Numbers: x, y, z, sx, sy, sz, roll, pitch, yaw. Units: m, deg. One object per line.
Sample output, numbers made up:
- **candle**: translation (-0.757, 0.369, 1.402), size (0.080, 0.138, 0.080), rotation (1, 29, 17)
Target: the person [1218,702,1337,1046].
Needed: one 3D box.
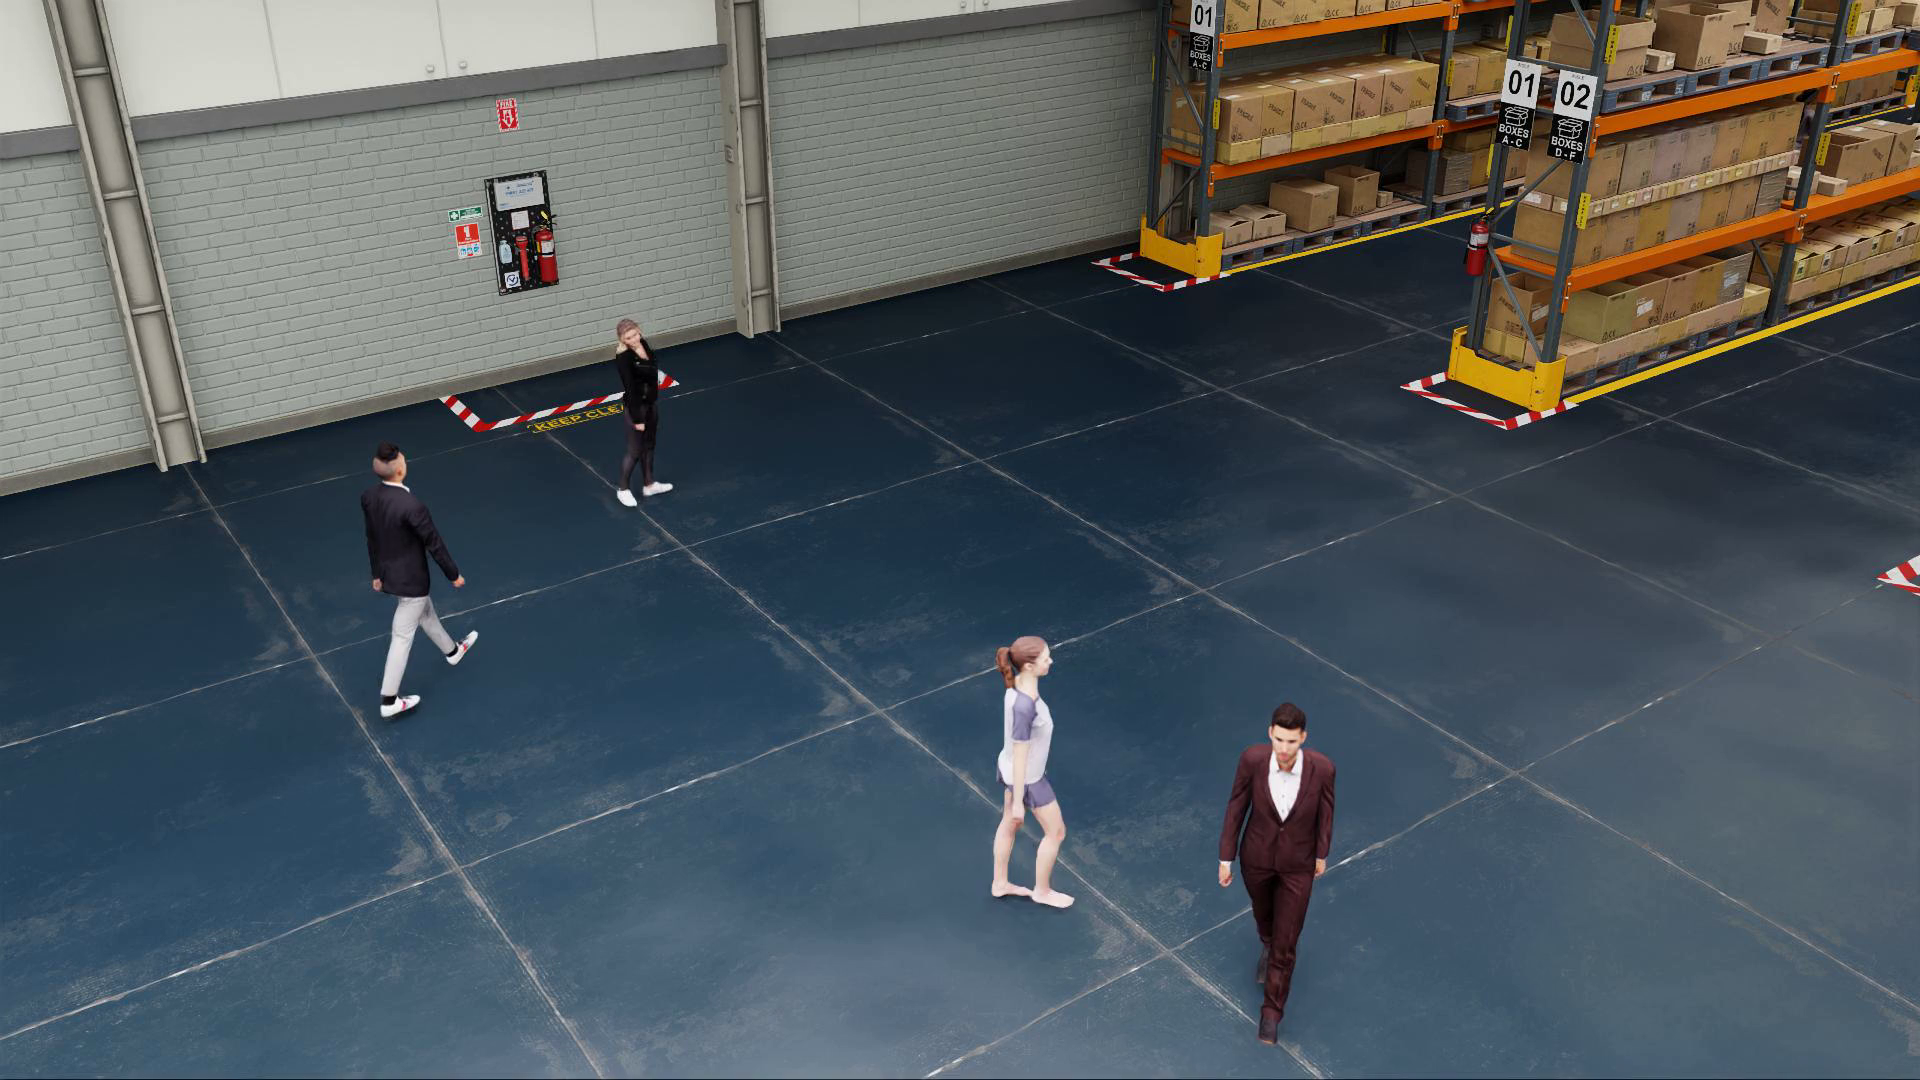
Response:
- **person**: translation (1.663, 1.610, 8.684), size (1.142, 1.817, 1.276), rotation (8, 28, 15)

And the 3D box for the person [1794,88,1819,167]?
- **person**: translation (11.011, -5.109, 21.884), size (0.695, 1.678, 0.694), rotation (-7, 28, -14)

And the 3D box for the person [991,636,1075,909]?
- **person**: translation (0.275, 1.318, 9.321), size (0.835, 1.753, 0.766), rotation (-2, 27, -4)

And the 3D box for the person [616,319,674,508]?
- **person**: translation (-2.712, -1.129, 14.166), size (0.877, 1.668, 0.809), rotation (0, 27, -1)

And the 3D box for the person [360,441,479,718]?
- **person**: translation (-3.787, 0.292, 11.157), size (1.031, 1.896, 1.336), rotation (17, 32, 30)
